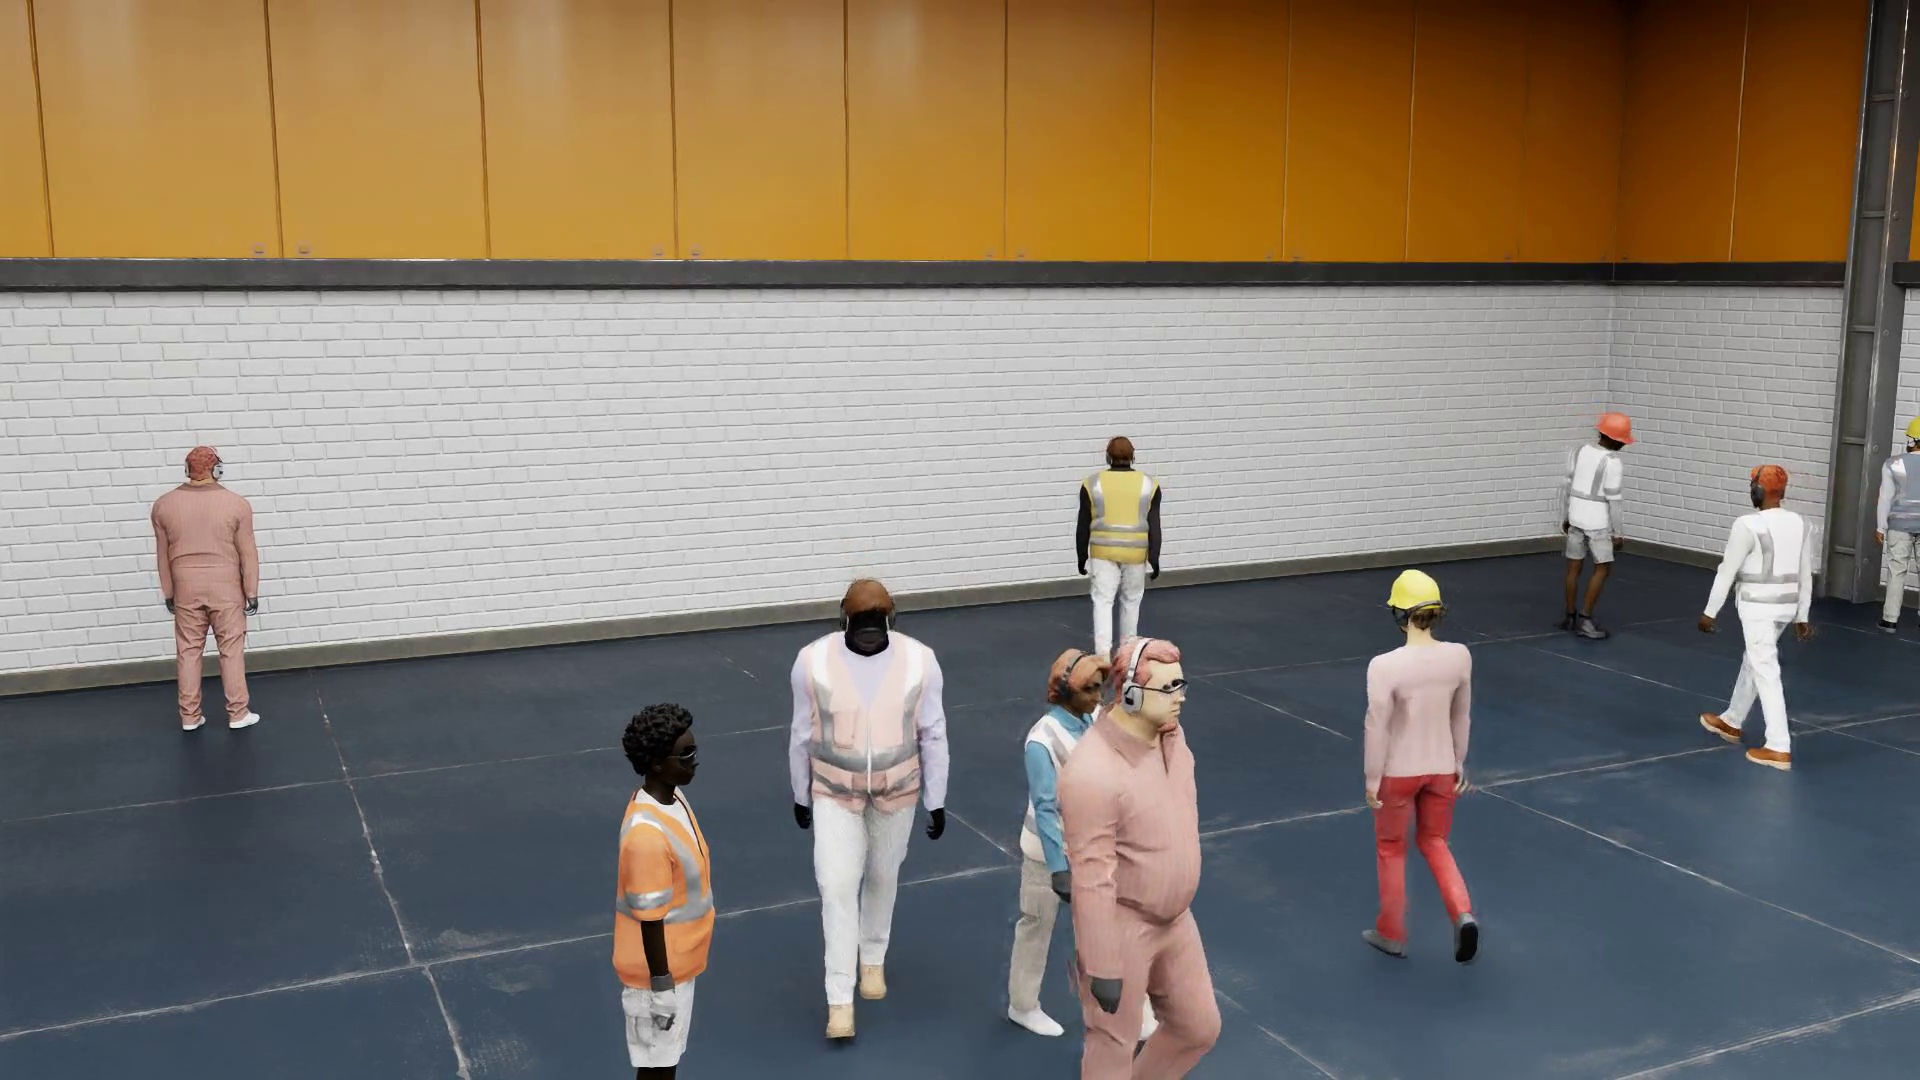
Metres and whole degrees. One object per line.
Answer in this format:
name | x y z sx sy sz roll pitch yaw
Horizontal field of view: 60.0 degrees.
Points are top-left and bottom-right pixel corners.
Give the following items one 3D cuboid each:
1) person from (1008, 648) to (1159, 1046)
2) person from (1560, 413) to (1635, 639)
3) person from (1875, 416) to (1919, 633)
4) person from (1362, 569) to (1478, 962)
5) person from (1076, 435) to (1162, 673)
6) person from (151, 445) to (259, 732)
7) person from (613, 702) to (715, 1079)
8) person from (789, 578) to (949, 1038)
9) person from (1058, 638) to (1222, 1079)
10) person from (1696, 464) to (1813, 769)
person | 0.489 1.208 6.395 0.817 1.600 0.523 7 11 37
person | 5.277 -0.131 13.891 0.369 1.884 0.684 -3 10 -20
person | 8.013 -0.123 13.965 0.600 1.833 0.404 3 10 16
person | 1.998 1.003 7.218 0.538 1.753 0.558 -3 10 -18
person | 1.204 0.105 12.637 0.642 1.814 0.844 0 9 3
person | -4.956 0.323 11.011 0.637 1.900 0.404 -1 9 -9
person | -0.935 1.345 5.287 0.316 1.696 0.540 -1 9 -5
person | -0.360 1.061 6.698 0.644 1.806 0.855 -1 9 -7
person | 0.587 1.239 5.332 0.431 1.891 0.678 7 11 35
person | 4.936 0.445 10.420 0.599 1.846 0.926 -4 10 -24
